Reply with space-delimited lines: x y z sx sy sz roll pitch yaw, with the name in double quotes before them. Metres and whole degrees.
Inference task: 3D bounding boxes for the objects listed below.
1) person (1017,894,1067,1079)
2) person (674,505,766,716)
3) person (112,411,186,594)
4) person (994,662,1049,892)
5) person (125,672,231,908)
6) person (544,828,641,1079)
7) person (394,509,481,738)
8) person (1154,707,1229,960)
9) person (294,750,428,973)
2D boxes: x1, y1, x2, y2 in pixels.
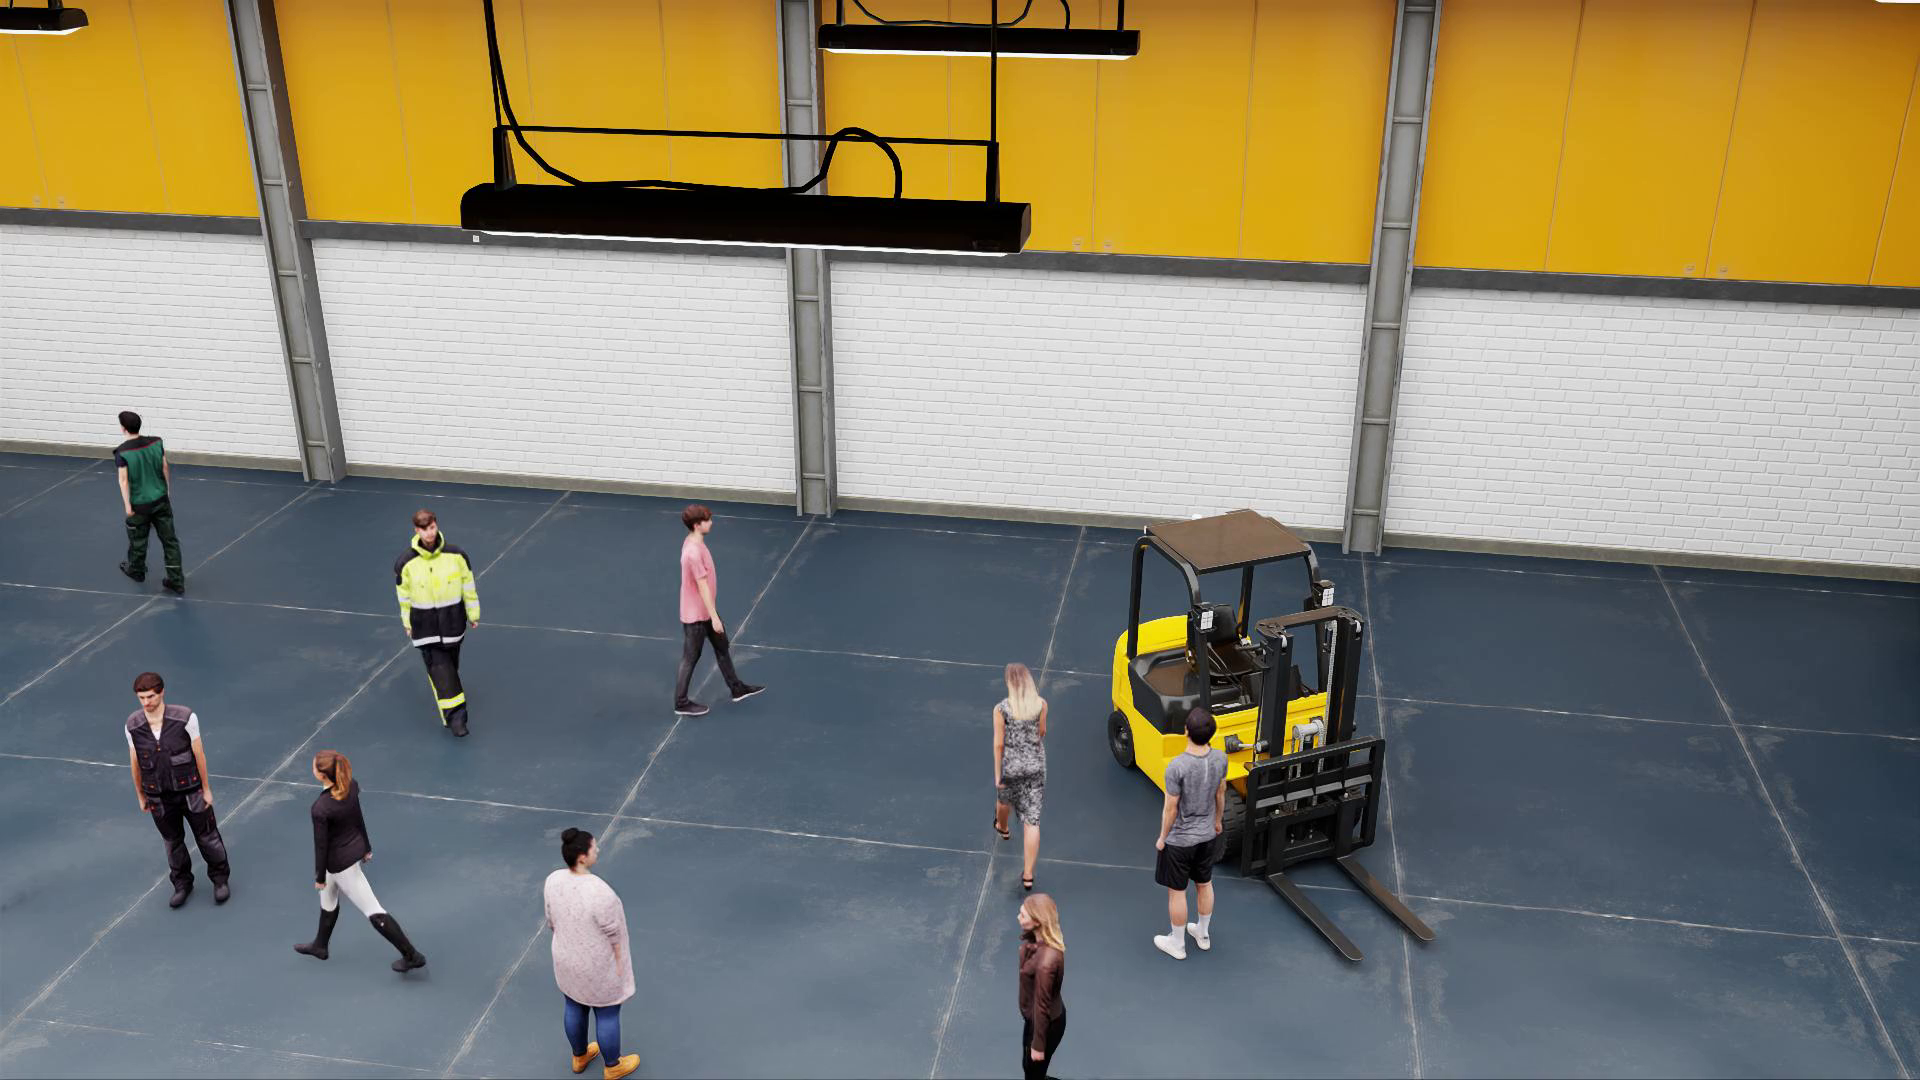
"person" 0.555 2.780 9.564 0.869 1.687 0.702 0 24 0
"person" -2.329 0.623 14.196 1.108 1.929 0.851 -3 24 -8
"person" -8.001 -0.352 16.497 1.185 1.873 0.987 16 28 32
"person" 0.469 1.739 12.006 1.166 1.639 0.881 -3 24 -8
"person" -5.530 1.739 11.747 0.648 1.846 0.787 -5 24 -11
"person" -2.265 2.516 10.101 0.681 1.741 0.831 12 26 26
"person" -4.449 0.632 14.165 1.295 1.937 1.335 -14 27 -29
"person" 1.556 1.970 11.187 0.698 1.871 0.796 -12 26 -25
"person" -3.969 2.175 10.958 1.198 1.679 0.565 5 24 10
